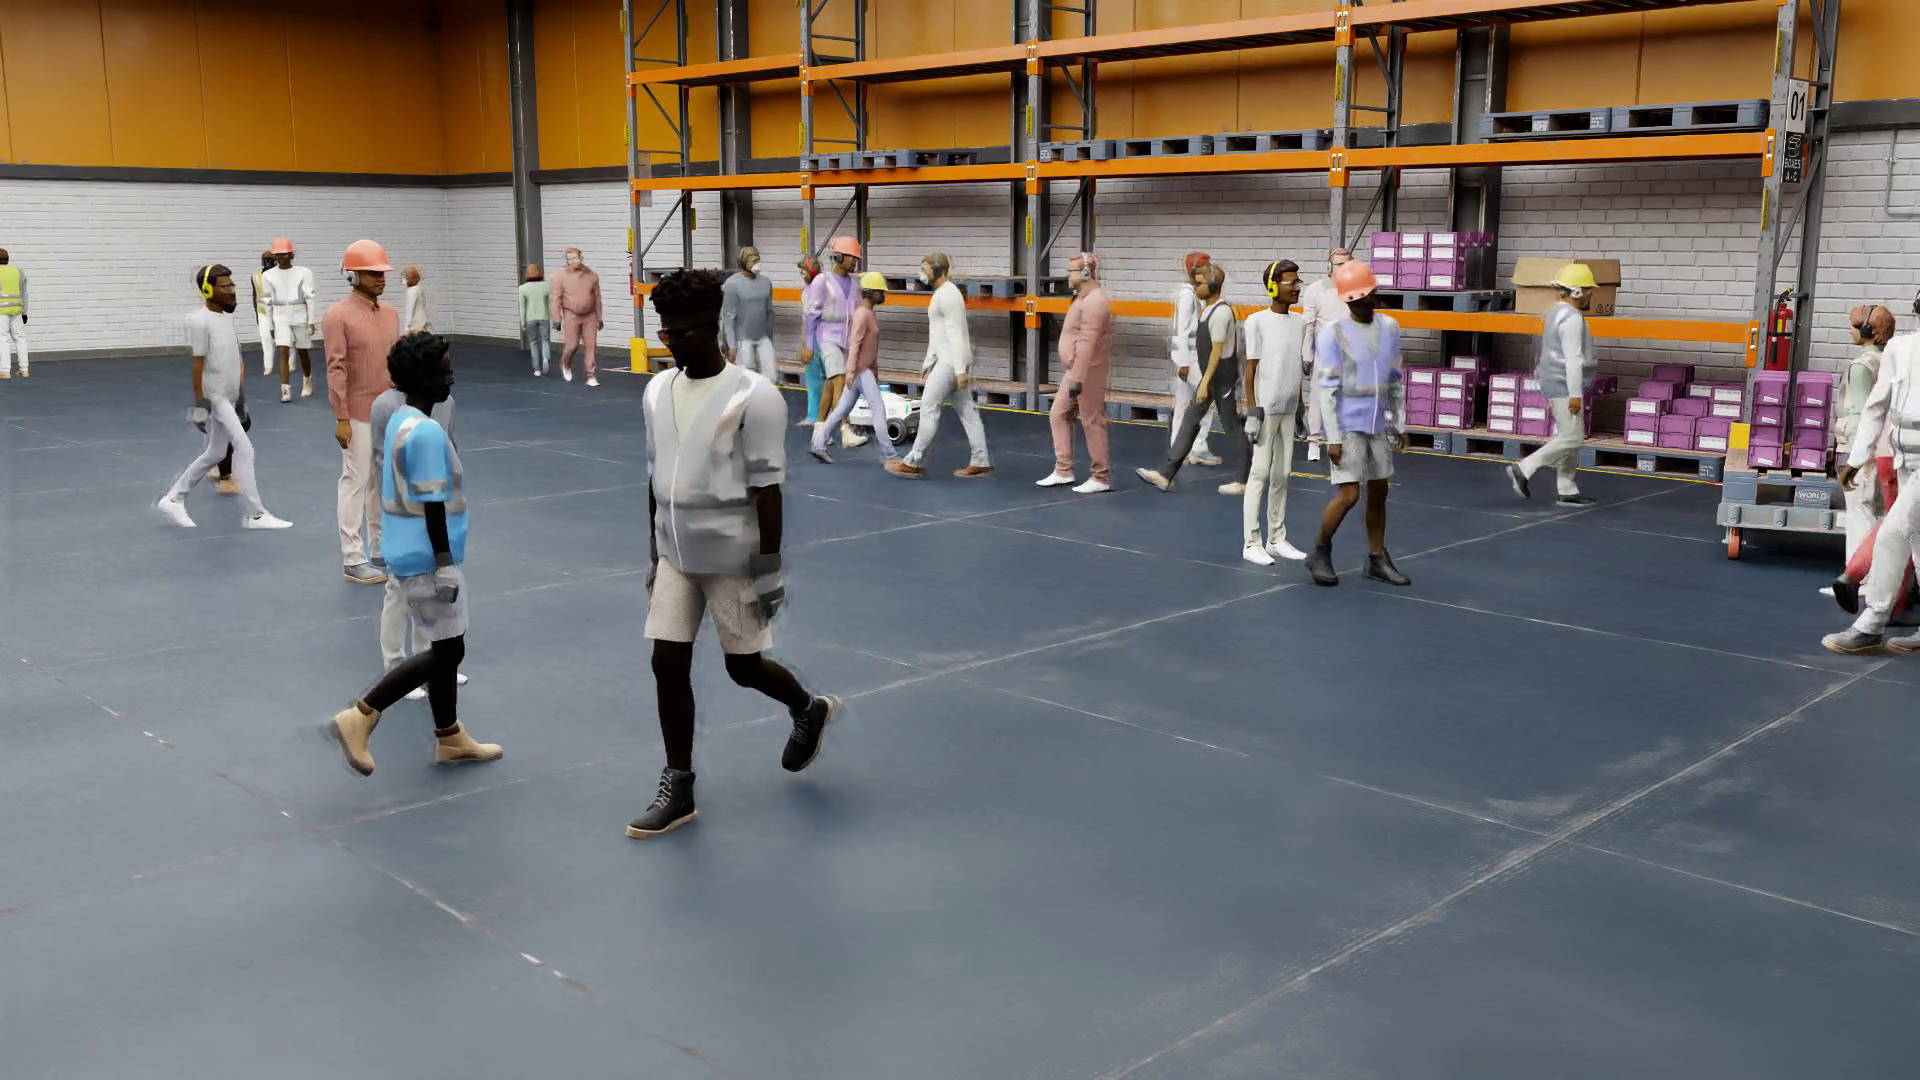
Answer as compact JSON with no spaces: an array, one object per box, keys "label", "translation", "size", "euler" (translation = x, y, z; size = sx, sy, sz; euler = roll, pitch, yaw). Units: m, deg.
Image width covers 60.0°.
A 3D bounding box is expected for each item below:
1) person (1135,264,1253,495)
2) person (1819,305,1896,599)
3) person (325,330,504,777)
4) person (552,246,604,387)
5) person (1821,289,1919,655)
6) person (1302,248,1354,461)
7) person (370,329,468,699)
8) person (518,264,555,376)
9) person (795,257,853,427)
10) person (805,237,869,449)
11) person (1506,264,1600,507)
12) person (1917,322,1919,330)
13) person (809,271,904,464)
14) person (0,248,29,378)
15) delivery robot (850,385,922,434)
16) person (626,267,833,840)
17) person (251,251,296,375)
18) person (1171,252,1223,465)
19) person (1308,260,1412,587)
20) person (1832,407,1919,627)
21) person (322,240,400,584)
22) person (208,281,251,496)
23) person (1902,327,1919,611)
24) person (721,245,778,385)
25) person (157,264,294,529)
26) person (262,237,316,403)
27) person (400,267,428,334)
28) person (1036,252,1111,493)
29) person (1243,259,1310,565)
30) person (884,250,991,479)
[{"label":"person","translation":[1.877,-1.226,12.900],"size":[0.987,1.789,0.542],"euler":[-1,10,-7]},{"label":"person","translation":[5.063,-0.491,9.316],"size":[0.516,1.640,0.314],"euler":[-10,14,-43]},{"label":"person","translation":[-2.034,0.068,6.142],"size":[0.568,1.679,0.540],"euler":[-5,11,-24]},{"label":"person","translation":[-5.156,-3.007,22.394],"size":[0.668,1.875,0.683],"euler":[-6,12,-32]},{"label":"person","translation":[4.533,-0.338,7.915],"size":[0.688,1.848,0.552],"euler":[0,10,-2]},{"label":"person","translation":[3.387,-1.653,14.922],"size":[0.653,1.906,0.405],"euler":[-1,10,-5]},{"label":"person","translation":[-2.377,-0.115,7.326],"size":[0.308,1.624,0.495],"euler":[5,11,24]},{"label":"person","translation":[-6.048,-3.143,23.818],"size":[0.517,1.617,0.508],"euler":[-4,11,-18]},{"label":"person","translation":[-1.399,-2.053,17.414],"size":[0.759,1.803,0.609],"euler":[6,12,28]},{"label":"person","translation":[-1.092,-1.867,15.836],"size":[0.962,1.996,0.636],"euler":[9,14,41]},{"label":"person","translation":[4.438,-1.132,12.346],"size":[0.600,1.815,0.594],"euler":[2,11,11]},{"label":"person","translation":[6.676,-0.933,11.258],"size":[0.654,1.813,0.452],"euler":[-4,11,-23]},{"label":"person","translation":[-0.902,-1.500,14.621],"size":[0.943,1.716,0.529],"euler":[1,10,5]},{"label":"person","translation":[-13.580,-3.223,23.660],"size":[0.428,1.842,0.635],"euler":[6,12,28]},{"label":"delivery robot","translation":[-0.732,-1.269,16.262],"size":[0.707,0.478,0.477],"euler":[6,12,27]},{"label":"person","translation":[-0.805,0.021,5.777],"size":[0.610,1.926,0.852],"euler":[7,12,32]},{"label":"person","translation":[-10.032,-3.339,24.417],"size":[0.637,1.810,0.923],"euler":[-1,10,-7]},{"label":"person","translation":[2.140,-1.578,14.610],"size":[0.621,1.867,0.607],"euler":[3,11,14]},{"label":"person","translation":[2.289,-0.646,9.503],"size":[0.631,1.892,0.447],"euler":[-6,12,-30]},{"label":"person","translation":[4.879,-0.392,8.498],"size":[0.486,1.729,0.564],"euler":[-3,11,-16]},{"label":"person","translation":[-3.453,-0.753,9.775],"size":[0.395,1.993,0.614],"euler":[4,11,18]},{"label":"person","translation":[-5.687,-1.175,12.910],"size":[0.371,1.683,0.560],"euler":[-6,12,-31]},{"label":"person","translation":[5.271,-0.535,8.815],"size":[0.632,1.910,0.565],"euler":[-10,14,-42]},{"label":"person","translation":[-2.086,-1.984,16.683],"size":[0.436,1.921,0.655],"euler":[9,14,41]},{"label":"person","translation":[-5.133,-0.971,11.429],"size":[0.909,1.833,0.527],"euler":[0,10,-2]},{"label":"person","translation":[-8.235,-2.718,20.475],"size":[0.607,2.007,1.018],"euler":[-3,11,-14]},{"label":"person","translation":[-7.511,-2.976,22.969],"size":[0.350,1.594,0.576],"euler":[-2,11,-10]},{"label":"person","translation":[0.874,-1.302,13.066],"size":[0.713,1.884,0.675],"euler":[-1,10,-5]},{"label":"person","translation":[1.970,-0.789,10.303],"size":[0.514,1.876,0.328],"euler":[-8,13,-36]},{"label":"person","translation":[-0.193,-1.436,13.784],"size":[0.980,1.886,0.638],"euler":[0,10,-1]}]
